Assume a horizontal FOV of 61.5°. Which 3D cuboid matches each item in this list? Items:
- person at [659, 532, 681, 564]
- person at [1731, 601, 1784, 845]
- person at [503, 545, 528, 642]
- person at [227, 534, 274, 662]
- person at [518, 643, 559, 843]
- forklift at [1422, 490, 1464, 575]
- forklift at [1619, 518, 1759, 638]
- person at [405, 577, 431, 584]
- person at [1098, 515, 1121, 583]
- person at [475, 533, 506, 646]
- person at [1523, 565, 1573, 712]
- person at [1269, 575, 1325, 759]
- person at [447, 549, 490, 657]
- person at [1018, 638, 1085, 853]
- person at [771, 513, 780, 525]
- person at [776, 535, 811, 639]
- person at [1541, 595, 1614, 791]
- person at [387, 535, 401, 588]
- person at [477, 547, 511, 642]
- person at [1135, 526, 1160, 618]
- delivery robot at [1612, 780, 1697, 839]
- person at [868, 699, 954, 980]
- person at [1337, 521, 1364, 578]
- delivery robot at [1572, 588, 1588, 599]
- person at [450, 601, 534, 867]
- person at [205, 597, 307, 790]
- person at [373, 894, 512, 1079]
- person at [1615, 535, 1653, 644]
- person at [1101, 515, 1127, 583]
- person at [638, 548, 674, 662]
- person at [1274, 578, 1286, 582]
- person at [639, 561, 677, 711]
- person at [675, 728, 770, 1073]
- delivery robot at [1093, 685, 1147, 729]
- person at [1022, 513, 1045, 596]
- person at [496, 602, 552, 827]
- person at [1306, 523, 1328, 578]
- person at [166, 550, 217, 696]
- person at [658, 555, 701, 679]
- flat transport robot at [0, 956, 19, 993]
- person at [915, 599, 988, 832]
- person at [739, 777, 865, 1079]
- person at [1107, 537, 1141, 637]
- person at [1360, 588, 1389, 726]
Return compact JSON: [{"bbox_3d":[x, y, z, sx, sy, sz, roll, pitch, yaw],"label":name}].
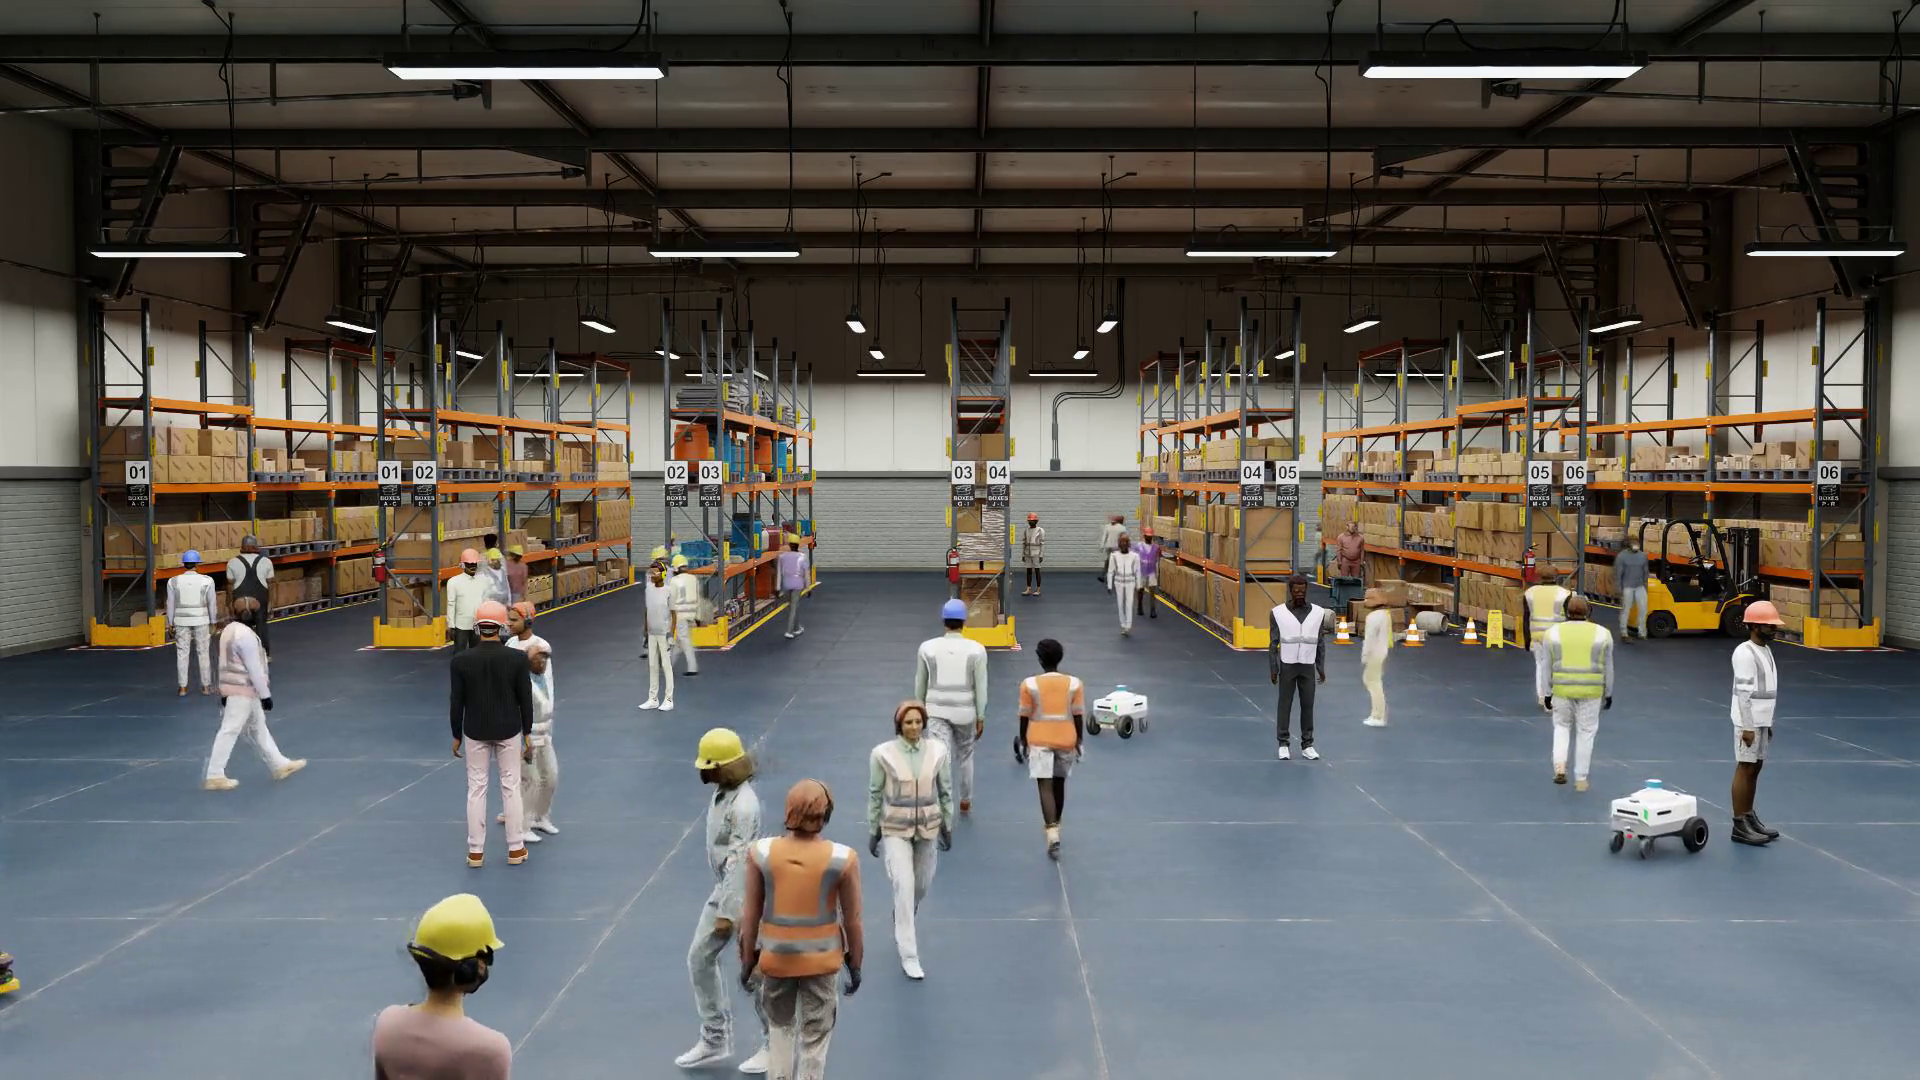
[{"bbox_3d":[-6.237,0.687,34.558,0.546,1.751,0.449,0,2,7],"label":"person"},{"bbox_3d":[6.430,1.455,13.019,0.370,1.939,0.543,2,3,43],"label":"person"},{"bbox_3d":[-7.872,0.951,28.447,0.527,1.708,0.754,-2,3,-39],"label":"person"},{"bbox_3d":[-11.157,0.935,25.371,0.688,2.000,0.536,-1,3,-30],"label":"person"},{"bbox_3d":[-3.411,1.618,12.905,0.412,1.607,0.549,1,2,16],"label":"person"},{"bbox_3d":[13.926,-0.371,47.846,1.873,2.768,1.129,0,2,0],"label":"forklift"},{"bbox_3d":[13.417,0.684,29.791,2.313,2.155,1.214,0,2,0],"label":"forklift"},{"bbox_3d":[-11.355,0.753,33.834,0.545,1.690,0.411,0,2,-6],"label":"person"},{"bbox_3d":[4.230,0.244,44.411,0.537,1.879,0.988,2,3,43],"label":"person"},{"bbox_3d":[-8.026,0.861,27.624,0.606,1.967,0.367,1,2,13],"label":"person"},{"bbox_3d":[7.446,1.230,20.271,0.630,1.822,0.698,2,3,44],"label":"person"},{"bbox_3d":[3.511,1.318,16.857,0.589,1.914,0.377,0,2,-6],"label":"person"},{"bbox_3d":[-6.386,1.109,21.036,0.389,1.996,0.612,2,3,44],"label":"person"},{"bbox_3d":[0.733,1.605,12.758,0.529,1.664,0.868,0,2,-9],"label":"person"},{"bbox_3d":[-5.417,0.138,47.170,0.314,1.861,0.511,0,2,-3],"label":"person"},{"bbox_3d":[-3.004,0.840,29.287,0.611,1.876,1.012,1,2,16],"label":"person"},{"bbox_3d":[5.787,1.429,15.132,0.628,1.828,0.459,1,3,26],"label":"person"},{"bbox_3d":[-12.583,0.700,35.912,0.516,1.632,0.291,1,2,22],"label":"person"},{"bbox_3d":[-7.442,1.014,25.714,0.671,1.810,0.605,1,2,23],"label":"person"},{"bbox_3d":[3.897,0.656,33.729,0.546,1.901,0.959,0,2,-3],"label":"person"},{"bbox_3d":[5.444,2.126,12.665,0.707,0.478,0.477,-1,3,-33],"label":"delivery robot"},{"bbox_3d":[-0.314,1.748,9.758,0.524,1.615,0.757,-1,2,-20],"label":"person"},{"bbox_3d":[8.987,0.511,37.130,0.641,1.913,0.407,0,2,-2],"label":"person"},{"bbox_3d":[13.017,1.266,34.308,0.477,0.478,0.707,0,2,-12],"label":"delivery robot"},{"bbox_3d":[-3.544,1.458,12.244,0.609,1.995,0.378,-1,2,-13],"label":"person"},{"bbox_3d":[-6.689,1.436,15.298,0.974,1.787,0.643,-2,3,-36],"label":"person"},{"bbox_3d":[-1.456,1.884,4.565,0.524,1.755,0.394,1,3,26],"label":"person"},{"bbox_3d":[11.771,0.868,28.127,0.649,1.908,0.811,0,2,-6],"label":"person"},{"bbox_3d":[4.275,0.245,44.376,0.666,1.871,0.861,2,3,40],"label":"person"},{"bbox_3d":[-4.815,1.026,25.502,0.731,1.800,0.614,2,3,40],"label":"person"},{"bbox_3d":[7.453,0.483,37.875,0.603,1.909,0.604,0,2,7],"label":"person"},{"bbox_3d":[-3.796,1.200,20.305,0.510,1.872,0.328,1,3,28],"label":"person"},{"bbox_3d":[-1.138,1.771,7.950,0.657,1.702,0.541,-1,3,-26],"label":"person"},{"bbox_3d":[1.829,1.898,18.392,0.477,0.478,0.707,2,3,38],"label":"delivery robot"},{"bbox_3d":[1.779,0.350,39.544,0.608,2.044,0.370,1,3,33],"label":"person"},{"bbox_3d":[-3.659,1.459,13.622,0.574,1.881,0.357,2,3,41],"label":"person"},{"bbox_3d":[10.272,0.308,46.177,0.505,1.599,0.737,-1,3,-28],"label":"person"},{"bbox_3d":[-10.305,1.108,21.669,0.615,1.943,0.399,-1,2,-21],"label":"person"},{"bbox_3d":[-4.134,1.110,23.509,0.902,1.785,0.625,1,3,29],"label":"person"},{"bbox_3d":[-6.068,2.445,9.298,1.431,0.197,0.652,2,3,38],"label":"flat transport robot"},{"bbox_3d":[-0.073,1.447,13.628,0.618,1.891,0.986,0,2,2],"label":"person"},{"bbox_3d":[-0.678,1.846,7.020,0.544,1.621,0.405,0,2,7],"label":"person"},{"bbox_3d":[3.012,0.851,29.699,0.596,1.824,1.000,0,2,12],"label":"person"},{"bbox_3d":[4.835,1.370,18.994,0.426,1.618,0.520,2,3,35],"label":"person"}]
